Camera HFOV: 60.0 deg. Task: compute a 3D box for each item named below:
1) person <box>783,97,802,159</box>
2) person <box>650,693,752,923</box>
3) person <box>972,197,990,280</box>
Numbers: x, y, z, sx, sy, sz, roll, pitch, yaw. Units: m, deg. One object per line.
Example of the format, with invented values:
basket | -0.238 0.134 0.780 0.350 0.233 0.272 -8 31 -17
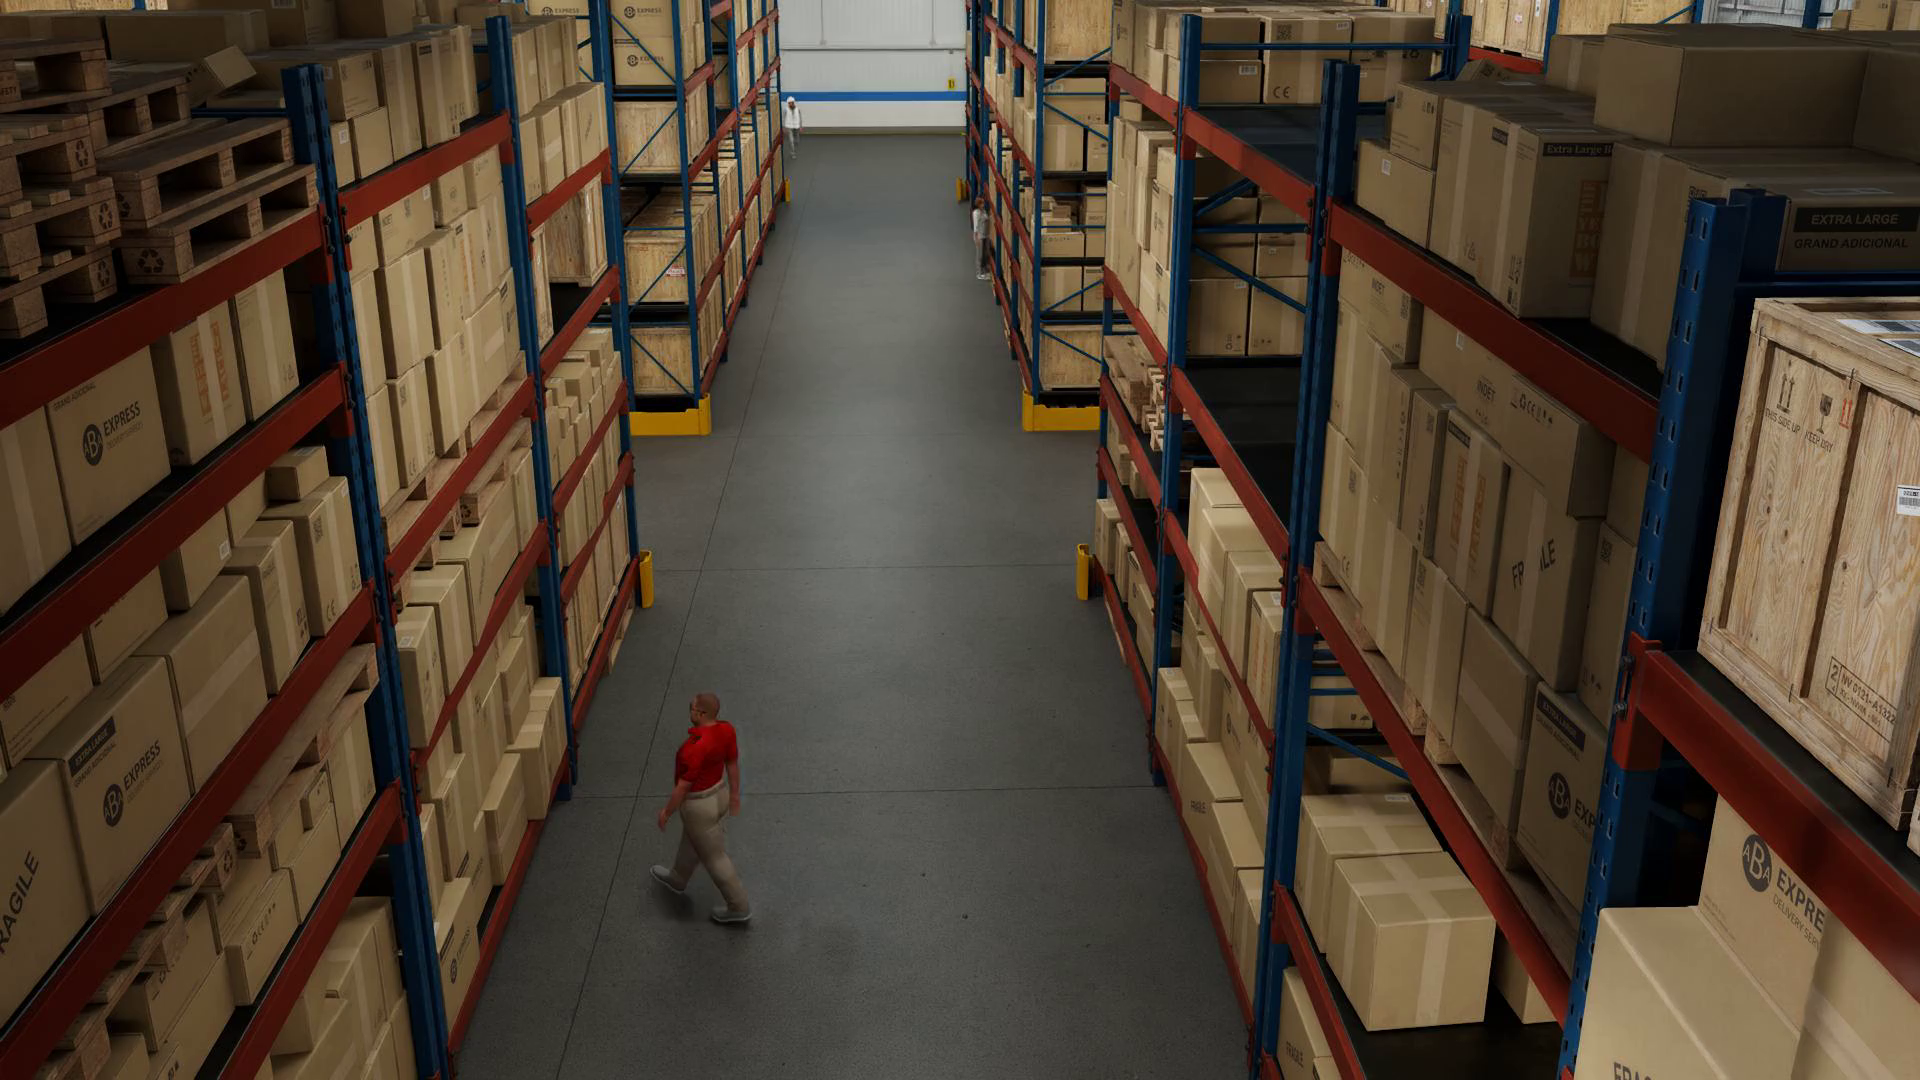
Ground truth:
person | -4.948 -12.217 49.237 0.543 1.759 0.861 -8 22 -21
person | -1.879 1.834 11.647 0.956 1.685 0.565 8 22 21
person | 0.450 -5.890 32.507 0.381 1.612 0.431 13 24 31
